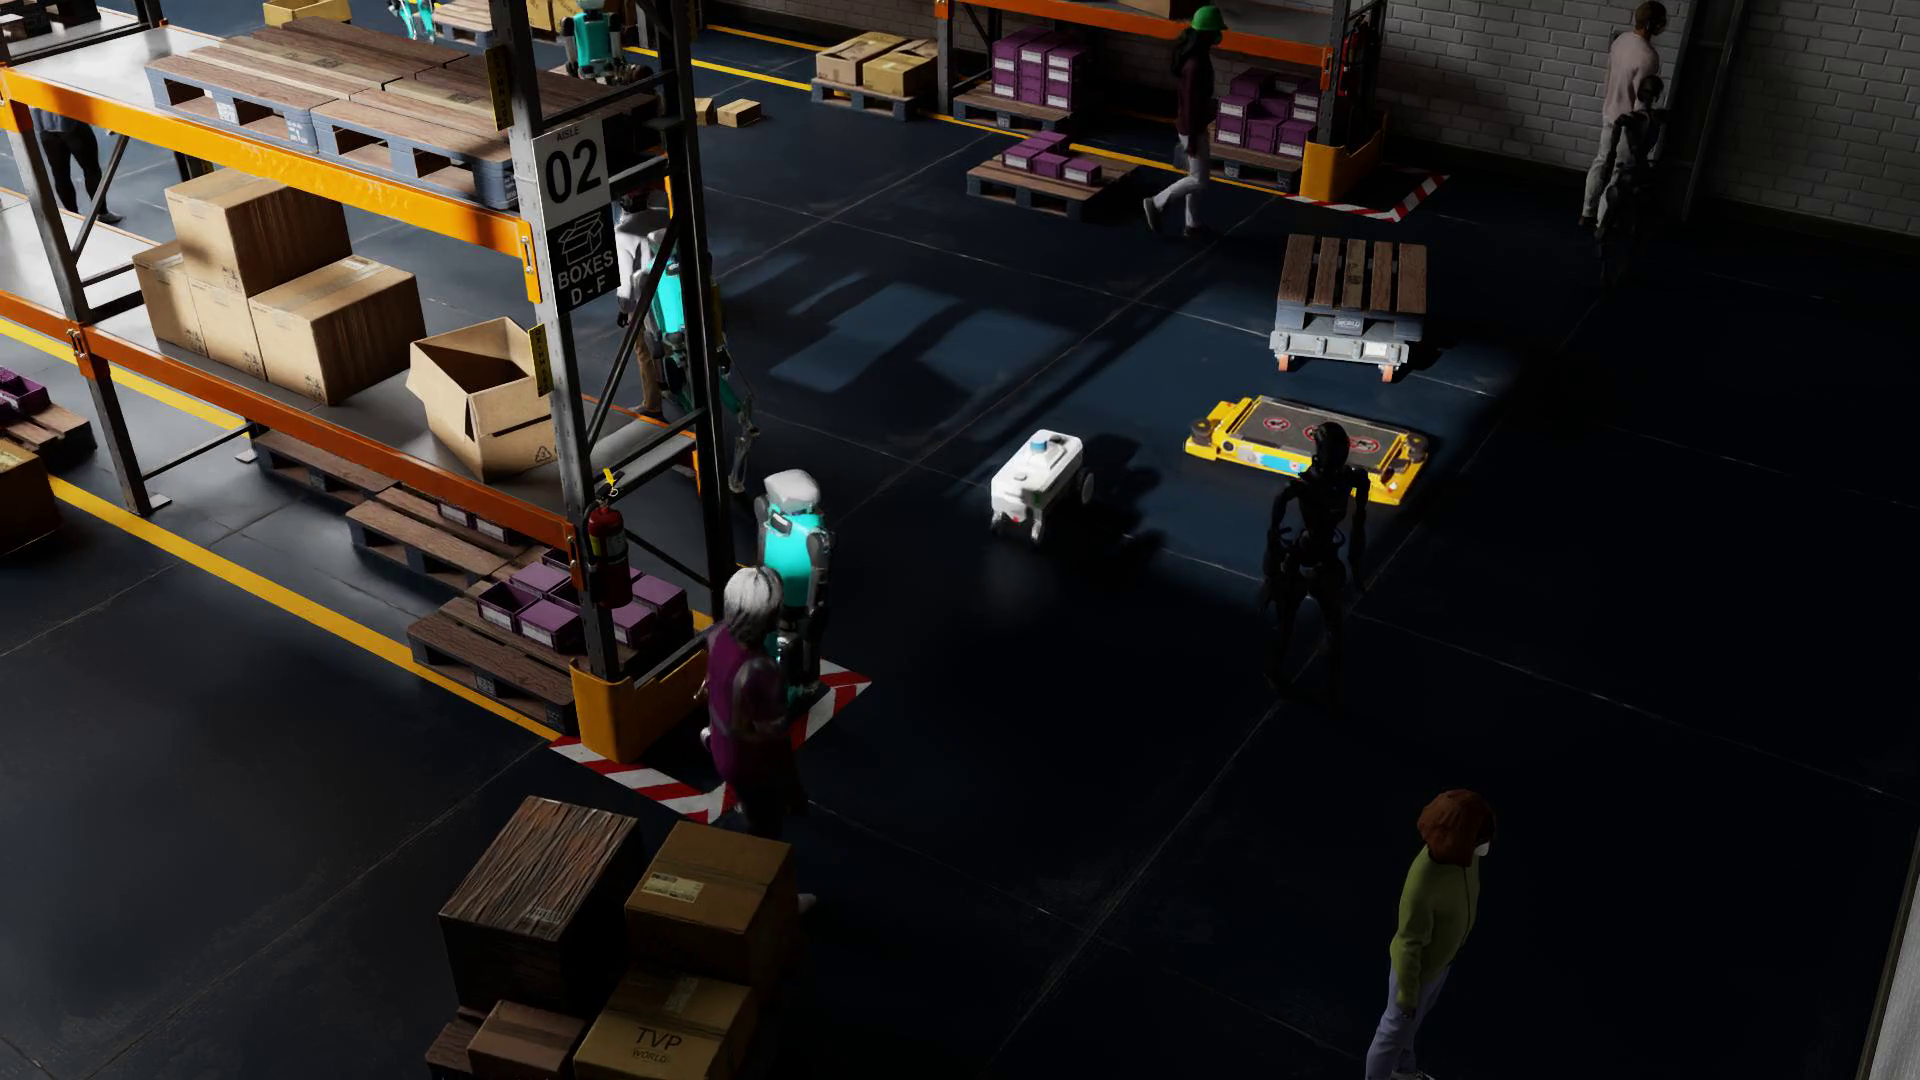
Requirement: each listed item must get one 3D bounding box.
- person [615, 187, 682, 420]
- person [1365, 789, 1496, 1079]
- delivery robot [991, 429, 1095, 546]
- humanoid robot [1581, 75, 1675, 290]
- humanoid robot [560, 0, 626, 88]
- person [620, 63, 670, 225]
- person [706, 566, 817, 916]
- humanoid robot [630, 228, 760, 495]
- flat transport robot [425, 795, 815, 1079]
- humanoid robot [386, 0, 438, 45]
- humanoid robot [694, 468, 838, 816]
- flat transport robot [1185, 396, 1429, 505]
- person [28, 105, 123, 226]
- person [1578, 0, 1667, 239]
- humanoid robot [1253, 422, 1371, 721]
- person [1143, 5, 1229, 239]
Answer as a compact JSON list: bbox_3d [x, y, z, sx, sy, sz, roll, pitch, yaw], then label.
[{"bbox_3d":[-2.085,-1.639,11.030,0.329,1.750,0.571,19,37,26],"label":"person"},{"bbox_3d":[1.752,1.569,6.208,0.287,1.633,0.496,22,39,30],"label":"person"},{"bbox_3d":[0.485,-0.370,10.188,0.499,0.603,0.794,15,36,22],"label":"delivery robot"},{"bbox_3d":[5.192,-2.739,12.788,0.598,1.641,0.376,-9,34,-14],"label":"humanoid robot"},{"bbox_3d":[-2.974,-3.729,14.299,0.564,1.761,1.020,-19,38,-27],"label":"humanoid robot"},{"bbox_3d":[-2.401,-2.759,12.712,0.968,1.796,0.635,26,41,34],"label":"person"},{"bbox_3d":[-0.839,0.919,7.025,0.386,1.839,0.571,-15,36,-21],"label":"person"},{"bbox_3d":[-1.549,-0.982,10.048,0.564,1.762,0.927,-26,41,-34],"label":"humanoid robot"},{"bbox_3d":[-1.330,2.088,6.664,0.659,0.231,1.431,9,34,14],"label":"flat transport robot"},{"bbox_3d":[-5.494,-5.465,16.955,0.583,1.785,0.877,-20,38,-28],"label":"humanoid robot"},{"bbox_3d":[-0.952,0.586,7.675,0.793,1.812,0.538,-23,40,-31],"label":"humanoid robot"},{"bbox_3d":[2.255,-0.610,10.811,1.431,0.231,0.659,17,37,24],"label":"flat transport robot"},{"bbox_3d":[-7.450,-3.431,13.788,0.786,1.752,0.477,-3,33,-5],"label":"person"},{"bbox_3d":[5.456,-3.442,13.634,0.360,1.938,0.634,-4,33,-6],"label":"person"},{"bbox_3d":[1.782,0.165,8.335,0.603,1.641,0.561,-11,35,-17],"label":"humanoid robot"},{"bbox_3d":[1.879,-3.362,13.512,0.571,1.936,0.514,8,34,13],"label":"person"}]
